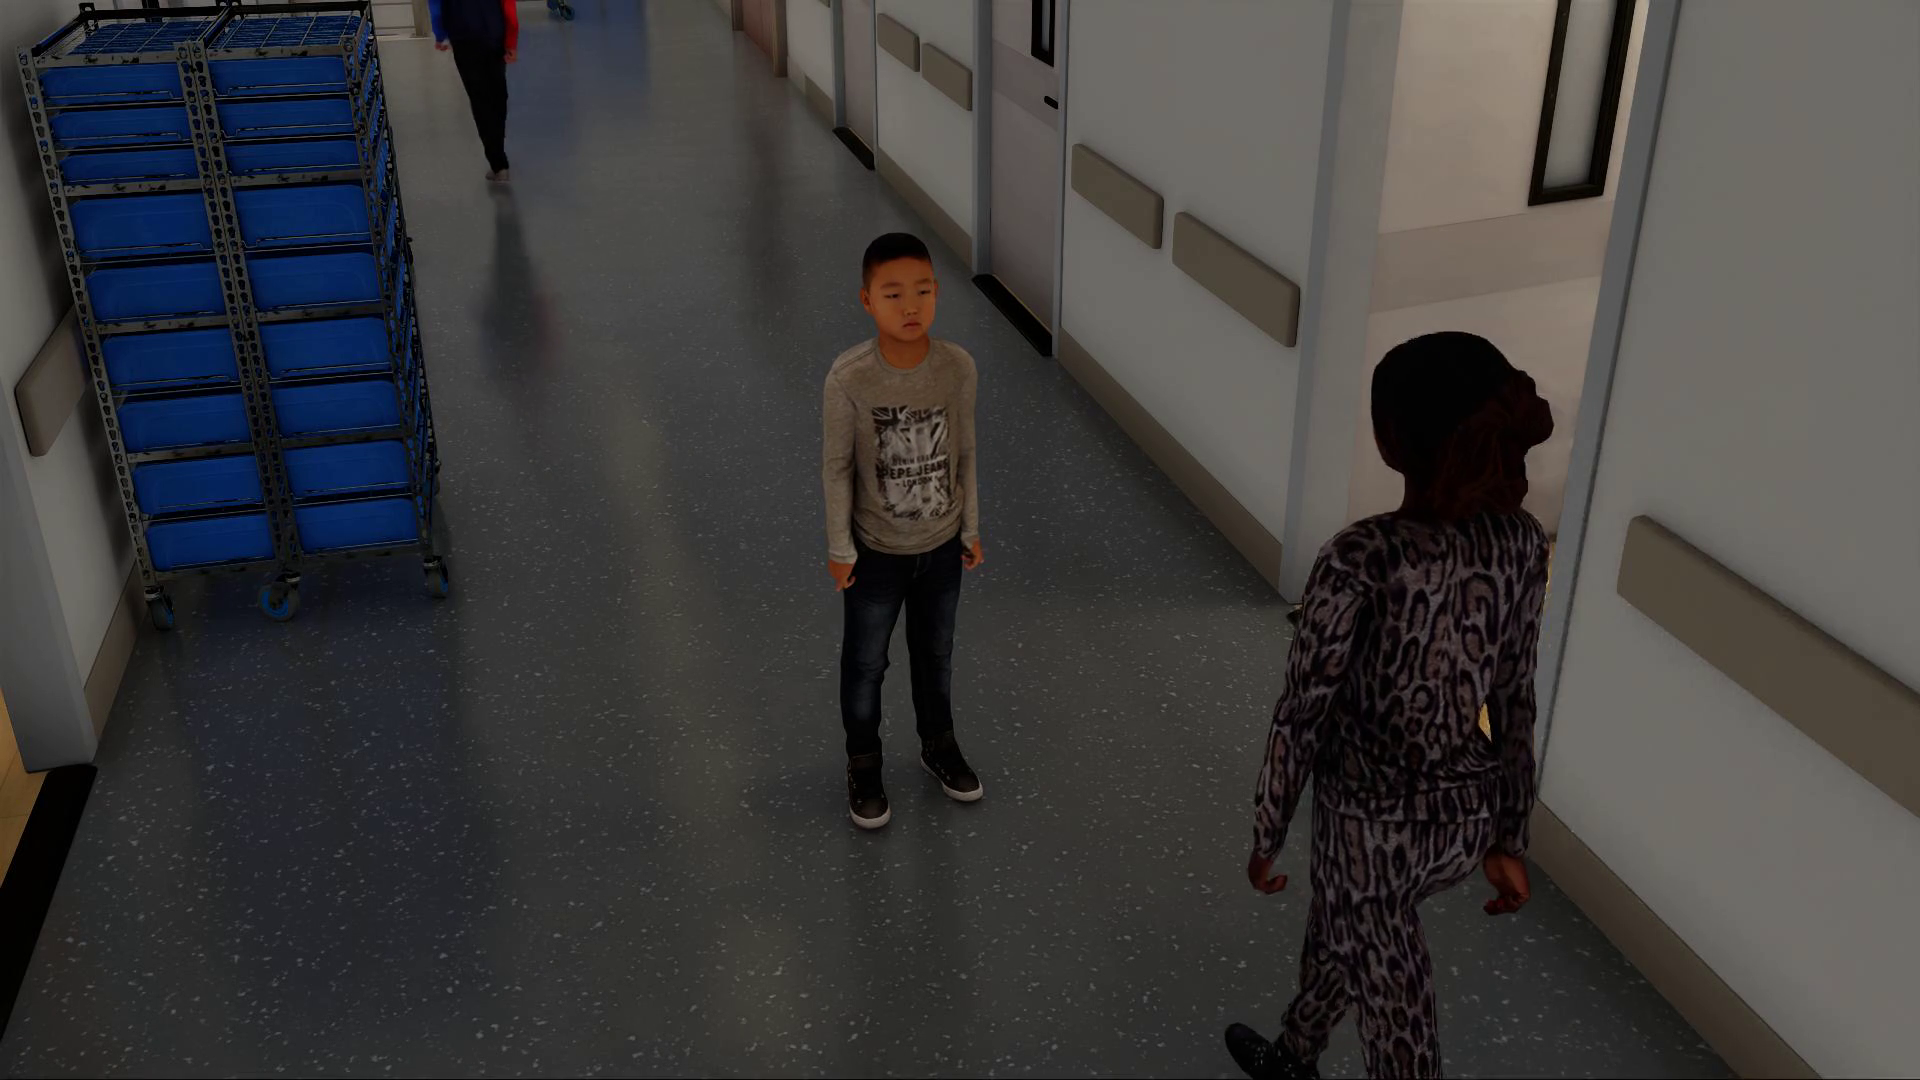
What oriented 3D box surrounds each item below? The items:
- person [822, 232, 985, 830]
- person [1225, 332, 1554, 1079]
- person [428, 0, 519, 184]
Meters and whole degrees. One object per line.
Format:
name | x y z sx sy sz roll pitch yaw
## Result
person | -0.140 -0.021 4.028 0.578 1.465 0.556 -12 28 -23
person | 0.733 0.550 2.606 0.692 1.672 1.191 -11 28 -21
person | -2.838 -2.955 9.838 0.826 1.704 1.230 -13 28 -24
